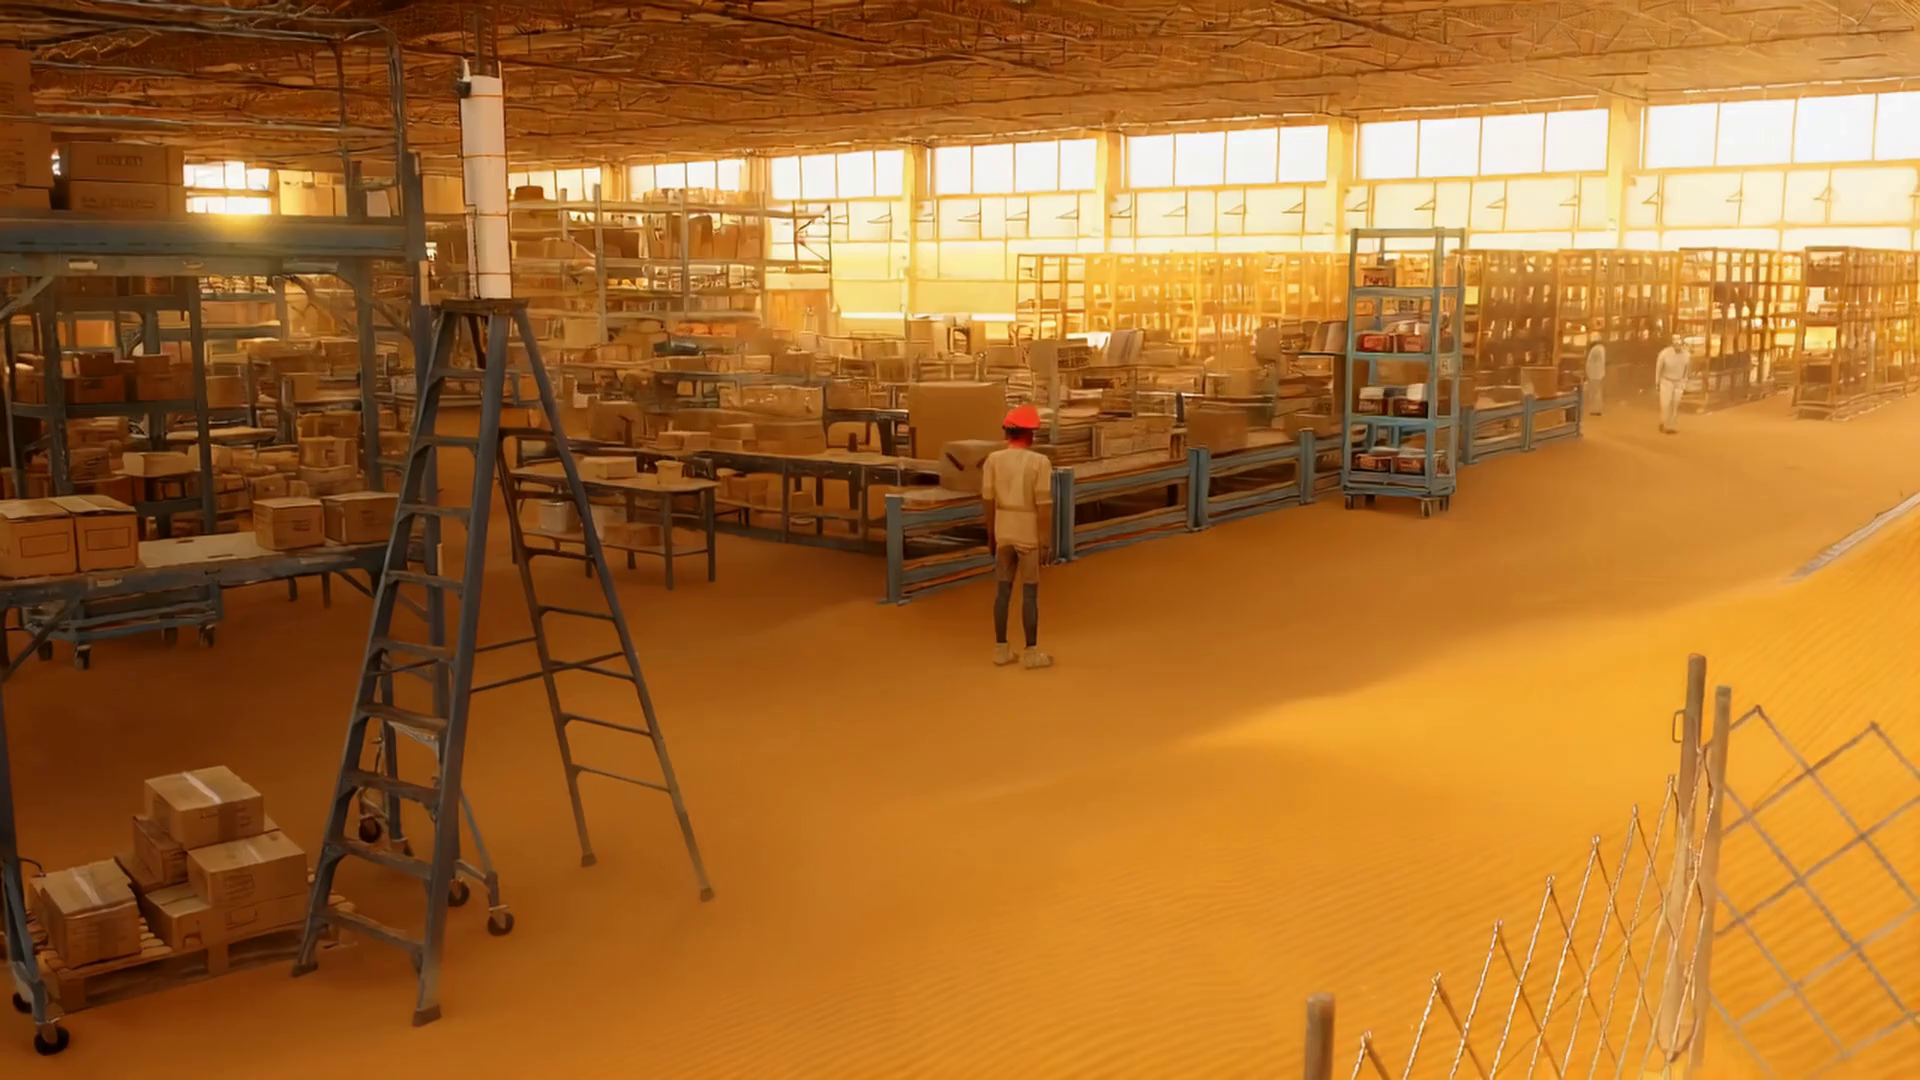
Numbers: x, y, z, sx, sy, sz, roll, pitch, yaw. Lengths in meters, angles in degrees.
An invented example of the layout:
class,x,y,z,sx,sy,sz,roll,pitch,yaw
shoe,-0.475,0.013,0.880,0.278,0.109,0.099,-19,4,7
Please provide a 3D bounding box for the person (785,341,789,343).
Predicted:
class,x,y,z,sx,sy,sz,roll,pitch,yaw
person,-7.417,-9.040,69.777,0.873,1.807,0.660,-1,9,-4

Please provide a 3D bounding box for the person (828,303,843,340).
class,x,y,z,sx,sy,sz,roll,pitch,yaw
person,-4.746,-8.092,63.536,0.629,1.917,0.503,-2,9,-13

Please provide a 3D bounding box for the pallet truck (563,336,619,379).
class,x,y,z,sx,sy,sz,roll,pitch,yaw
pallet truck,-10.690,-5.294,48.215,1.601,1.201,0.680,-5,10,-26

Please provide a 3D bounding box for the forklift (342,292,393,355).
class,x,y,z,sx,sy,sz,roll,pitch,yaw
forklift,-16.485,-5.622,45.120,1.129,2.768,1.873,7,11,37

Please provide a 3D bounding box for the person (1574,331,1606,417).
class,x,y,z,sx,sy,sz,roll,pitch,yaw
person,13.415,-3.528,35.384,0.691,1.806,0.620,8,12,42

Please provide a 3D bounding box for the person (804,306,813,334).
class,x,y,z,sx,sy,sz,roll,pitch,yaw
person,-6.013,-8.375,65.769,0.321,1.769,0.523,-7,12,-38

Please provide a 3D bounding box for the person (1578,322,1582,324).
class,x,y,z,sx,sy,sz,roll,pitch,yaw
person,20.052,-6.502,53.865,0.624,1.829,0.589,6,11,32

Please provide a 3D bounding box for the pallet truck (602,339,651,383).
class,x,y,z,sx,sy,sz,roll,pitch,yaw
pallet truck,-8.991,-4.871,45.351,0.653,1.274,1.630,7,11,37

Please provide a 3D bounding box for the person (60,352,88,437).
class,x,y,z,sx,sy,sz,roll,pitch,yaw
person,-15.121,-2.345,28.299,0.538,1.718,0.925,9,13,44

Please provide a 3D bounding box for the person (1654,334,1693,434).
class,x,y,z,sx,sy,sz,roll,pitch,yaw
person,13.524,-2.947,31.488,0.683,1.890,0.435,0,9,0

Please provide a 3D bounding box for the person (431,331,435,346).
class,x,y,z,sx,sy,sz,roll,pitch,yaw
person,-15.274,-5.559,47.717,0.427,1.925,0.629,-7,12,-39

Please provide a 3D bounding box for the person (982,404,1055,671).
class,x,y,z,sx,sy,sz,roll,pitch,yaw
person,0.464,-0.024,12.785,0.608,2.045,0.392,7,11,37

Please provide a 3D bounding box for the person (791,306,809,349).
class,x,y,z,sx,sy,sz,roll,pitch,yaw
person,-5.474,-7.018,56.748,0.605,1.953,1.004,2,9,11
